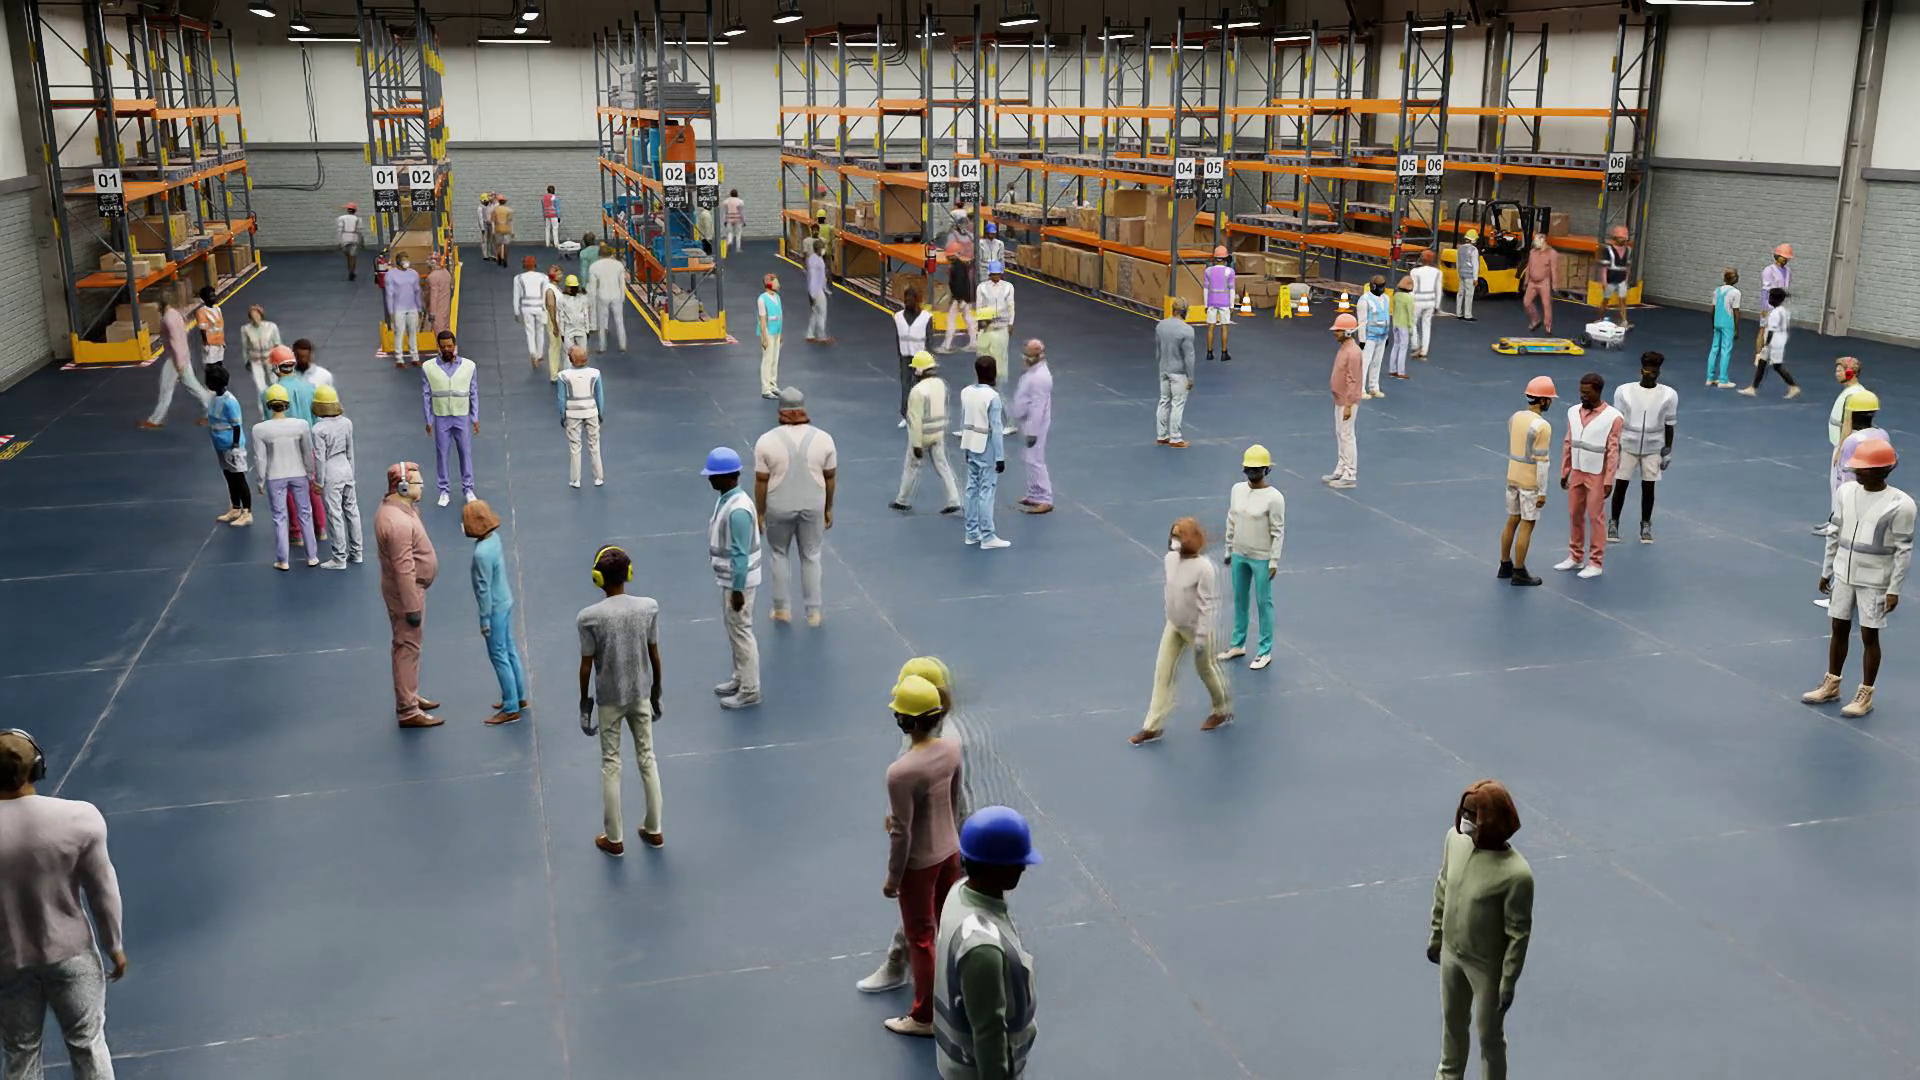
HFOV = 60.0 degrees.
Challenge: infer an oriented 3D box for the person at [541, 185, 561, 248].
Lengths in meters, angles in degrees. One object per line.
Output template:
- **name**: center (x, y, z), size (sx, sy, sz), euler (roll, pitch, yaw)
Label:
- **person**: center (-12.192, -9.662, 49.706), size (0.624, 1.835, 0.431), euler (7, 17, 25)

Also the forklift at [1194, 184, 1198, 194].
- **forklift**: center (7.392, -11.333, 53.972), size (1.873, 2.768, 1.129), euler (-4, 15, -15)

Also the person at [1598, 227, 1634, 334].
- **person**: center (12.471, -4.918, 31.531), size (0.635, 1.987, 1.059), euler (-3, 15, -10)

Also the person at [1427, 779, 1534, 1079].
- **person**: center (2.170, 1.777, 7.029), size (0.279, 1.634, 0.498), euler (-7, 17, -26)

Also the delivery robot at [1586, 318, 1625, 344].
- **delivery robot**: center (11.471, -3.709, 29.560), size (0.477, 0.478, 0.707), euler (-6, 16, -20)

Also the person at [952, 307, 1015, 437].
- **person**: center (0.355, -2.196, 21.811), size (0.904, 1.714, 0.540), euler (-8, 17, -28)

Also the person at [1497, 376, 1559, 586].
- **person**: center (5.205, -0.538, 15.189), size (0.386, 1.930, 0.540), euler (-4, 15, -15)

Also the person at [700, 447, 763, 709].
- **person**: center (-1.658, 0.267, 12.139), size (0.420, 1.937, 0.607), euler (-4, 15, -15)

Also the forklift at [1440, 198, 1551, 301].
- **forklift**: center (11.913, -6.508, 37.130), size (2.313, 2.155, 1.214), euler (-4, 15, -15)

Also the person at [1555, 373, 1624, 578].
- **person**: center (5.868, -0.616, 15.518), size (0.403, 1.908, 0.599), euler (-8, 17, -29)

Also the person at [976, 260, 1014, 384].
- **person**: center (0.546, -3.374, 25.841), size (0.601, 1.938, 0.418), euler (-1, 15, -4)

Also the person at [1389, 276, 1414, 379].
- **person**: center (7.041, -3.382, 26.467), size (0.279, 1.628, 0.503), euler (-5, 16, -18)

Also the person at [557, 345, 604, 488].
- **person**: center (-4.316, -1.405, 18.986), size (0.514, 1.645, 0.307), euler (-6, 16, -21)

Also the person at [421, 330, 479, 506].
- **person**: center (-5.561, -1.338, 18.210), size (0.593, 1.917, 0.392), euler (-6, 16, -20)

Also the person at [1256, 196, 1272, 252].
- **person**: center (8.275, -8.479, 45.169), size (0.533, 1.871, 0.320), euler (12, 19, 39)

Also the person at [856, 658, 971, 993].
- **person**: center (-0.111, 1.388, 8.375), size (0.879, 1.703, 0.494), euler (-7, 16, -23)

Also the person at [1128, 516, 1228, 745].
- **person**: center (1.571, 0.611, 11.507), size (0.841, 1.589, 0.512), euler (-10, 18, -34)

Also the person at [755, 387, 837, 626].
- **person**: center (-1.382, -0.303, 14.078), size (0.707, 2.000, 0.590), euler (-4, 15, -15)

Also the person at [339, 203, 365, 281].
- **person**: center (-14.902, -7.313, 40.787), size (0.557, 1.863, 0.915), euler (-3, 15, -12)

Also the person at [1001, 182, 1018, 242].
- **person**: center (1.496, -10.248, 51.959), size (0.536, 1.794, 0.947), euler (-9, 18, -32)

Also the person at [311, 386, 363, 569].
- **person**: center (-5.933, -0.596, 15.750), size (0.297, 1.744, 0.487), euler (6, 16, 21)

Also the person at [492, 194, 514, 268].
- **person**: center (-12.025, -8.140, 43.839), size (0.568, 1.896, 0.506), euler (-2, 15, -6)

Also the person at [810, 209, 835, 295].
- **person**: center (-3.111, -6.491, 37.580), size (0.593, 1.926, 0.366), euler (-7, 16, -23)

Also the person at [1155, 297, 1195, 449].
- **person**: center (2.727, -2.113, 21.109), size (0.379, 1.931, 0.635), euler (-11, 19, -36)

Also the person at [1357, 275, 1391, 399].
- **person**: center (6.135, -3.004, 24.649), size (0.619, 1.836, 0.431), euler (-11, 19, -36)

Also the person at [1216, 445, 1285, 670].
- **person**: center (2.282, 0.124, 12.990), size (0.299, 1.772, 0.529), euler (-13, 20, -40)

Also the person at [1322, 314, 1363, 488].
- **person**: center (4.401, -1.597, 19.064), size (0.396, 1.989, 0.619), euler (0, 15, 0)

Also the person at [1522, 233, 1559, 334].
- **person**: center (11.002, -4.862, 31.542), size (0.424, 1.881, 0.747), euler (-9, 17, -31)

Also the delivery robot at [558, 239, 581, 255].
- **delivery robot**: center (-10.830, -8.103, 46.088), size (0.477, 0.478, 0.707), euler (6, 16, 19)

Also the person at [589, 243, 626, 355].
- **person**: center (-6.089, -4.174, 28.852), size (0.632, 1.938, 0.359), euler (-6, 16, -21)

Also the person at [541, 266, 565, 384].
- **person**: center (-6.323, -3.353, 25.943), size (0.392, 1.837, 0.563), euler (-2, 15, -7)

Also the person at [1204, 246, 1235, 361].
- **person**: center (4.400, -4.012, 28.225), size (0.545, 1.942, 0.354), euler (6, 16, 22)

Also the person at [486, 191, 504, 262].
- **person**: center (-12.716, -8.560, 45.403), size (0.402, 1.911, 0.639), euler (-13, 20, -40)

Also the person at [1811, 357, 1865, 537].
- **person**: center (8.986, -0.941, 16.887), size (0.403, 1.831, 0.572), euler (7, 17, 26)

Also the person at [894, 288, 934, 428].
- **person**: center (-0.598, -2.525, 22.801), size (0.606, 1.874, 1.021), euler (5, 16, 19)

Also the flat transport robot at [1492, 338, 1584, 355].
- **flat transport robot**: center (10.123, -3.404, 29.139), size (1.431, 0.197, 0.652), euler (1, 15, 6)

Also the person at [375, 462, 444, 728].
- **person**: center (-3.892, 0.381, 11.783), size (0.396, 1.900, 0.647), euler (-6, 16, -21)

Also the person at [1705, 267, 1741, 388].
- **person**: center (11.780, -3.263, 25.588), size (0.332, 1.844, 0.516), euler (-5, 16, -19)

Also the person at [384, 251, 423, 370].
- **person**: center (-9.133, -3.783, 27.379), size (0.378, 1.935, 0.630), euler (13, 20, 40)
